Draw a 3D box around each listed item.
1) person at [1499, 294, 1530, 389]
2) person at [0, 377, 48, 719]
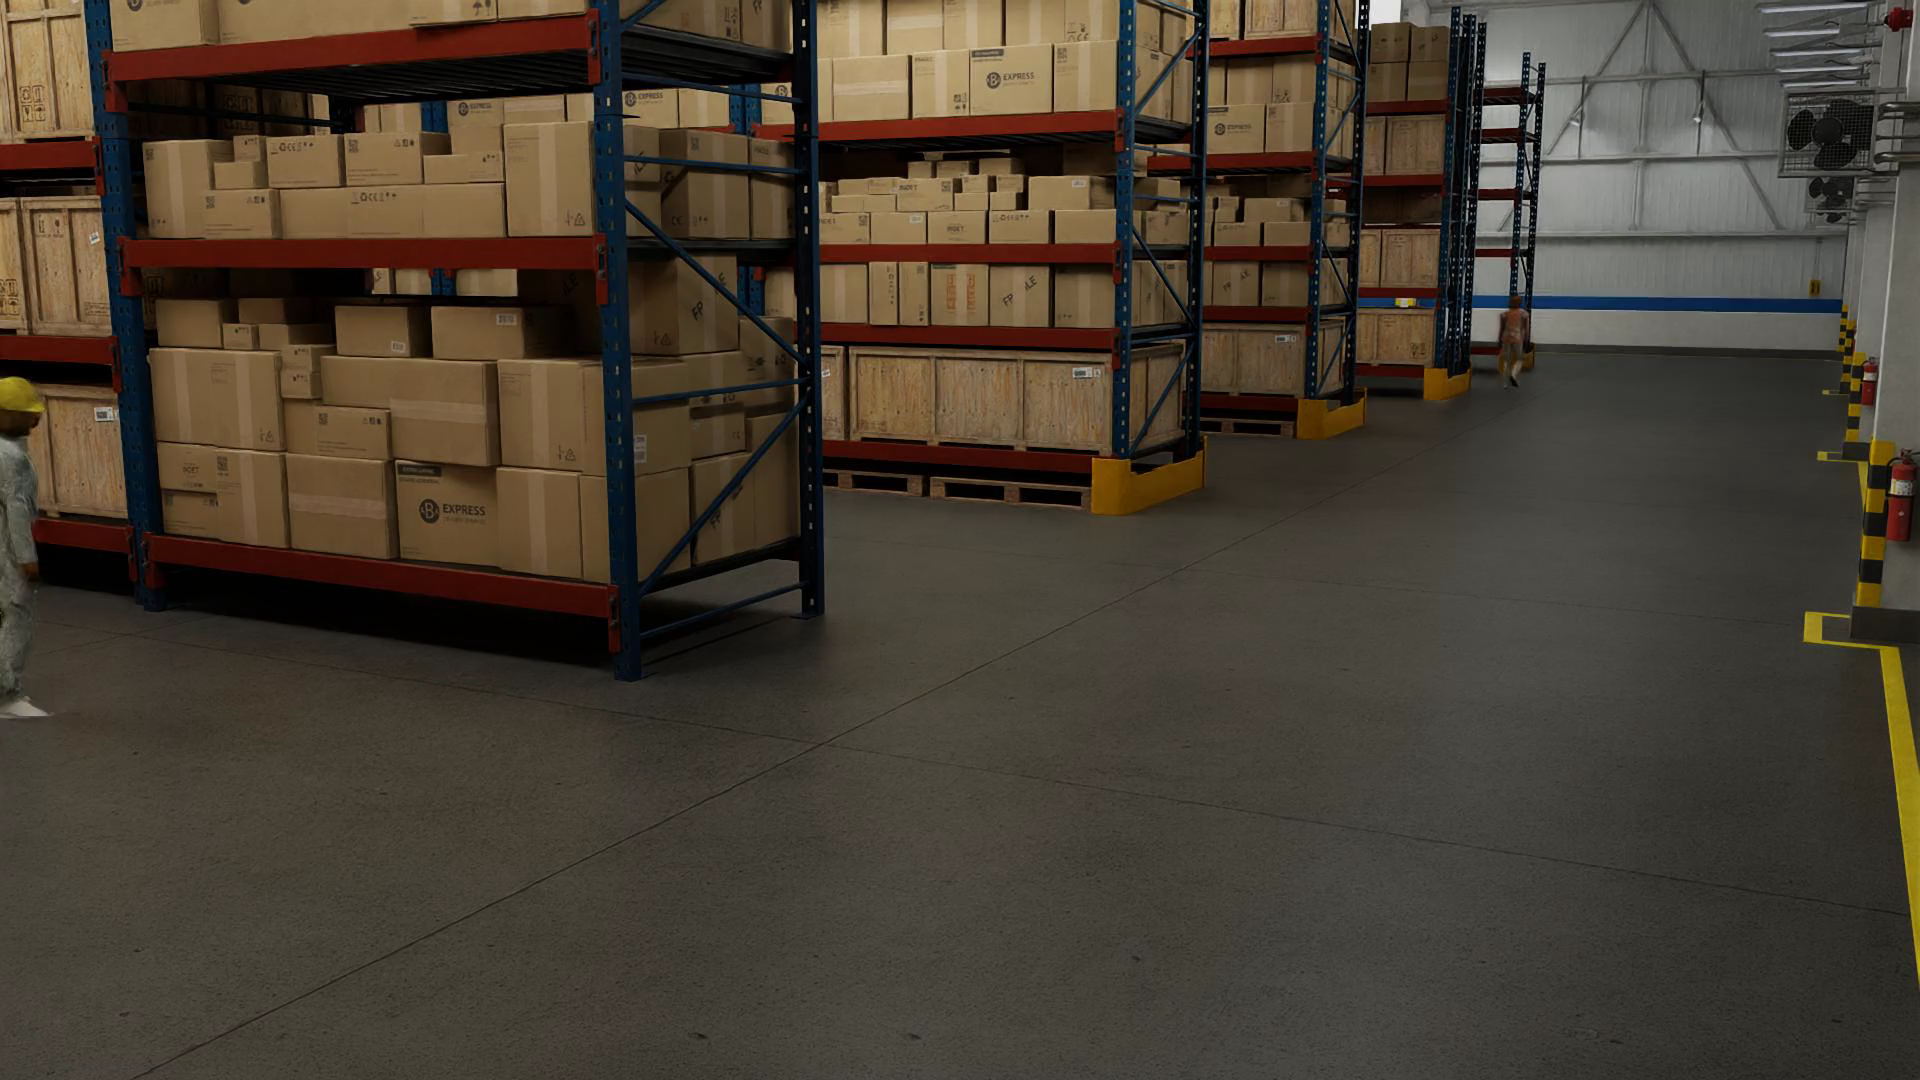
[{"bbox_3d":[9.506,-3.399,28.564,0.520,1.627,0.378,6,11,31],"label":"person"},{"bbox_3d":[-4.787,0.045,8.377,0.424,1.712,0.524,-8,13,-39],"label":"person"}]
